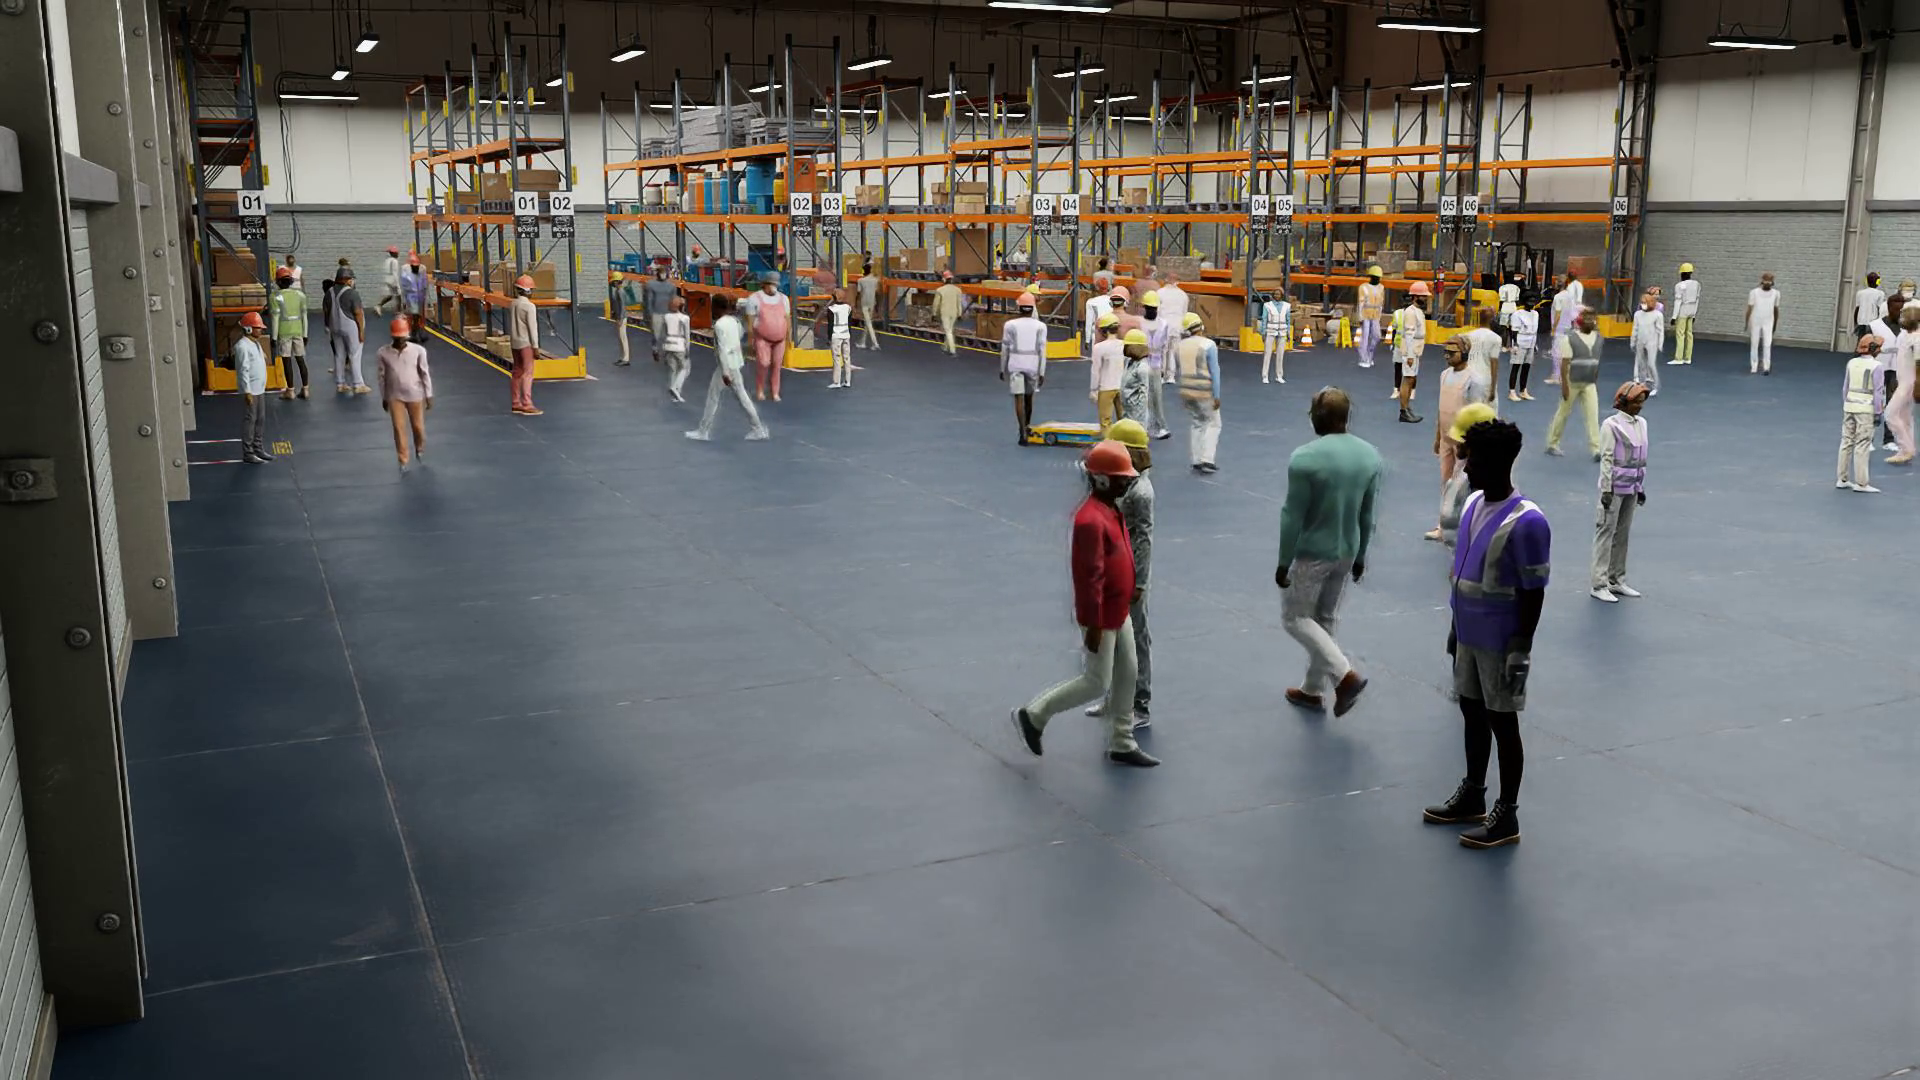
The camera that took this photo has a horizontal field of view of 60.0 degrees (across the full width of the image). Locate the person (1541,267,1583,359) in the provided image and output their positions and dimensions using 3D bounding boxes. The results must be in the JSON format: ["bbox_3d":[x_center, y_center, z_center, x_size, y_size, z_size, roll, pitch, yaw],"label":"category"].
[{"bbox_3d":[11.963,-4.419,32.533,1.008,1.831,0.598,11,15,43],"label":"person"}]

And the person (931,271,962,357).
[{"bbox_3d":[-0.271,-4.571,33.606,0.581,1.701,0.896,-7,13,-30],"label":"person"}]

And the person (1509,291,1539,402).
[{"bbox_3d":[8.649,-2.964,25.482,0.533,1.692,0.319,-6,13,-30],"label":"person"}]

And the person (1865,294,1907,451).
[{"bbox_3d":[11.236,-2.028,20.179,0.595,1.910,0.384,0,11,2],"label":"person"}]

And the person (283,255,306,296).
[{"bbox_3d":[-17.230,-6.460,42.987,0.583,1.791,0.961,-11,15,-43],"label":"person"}]

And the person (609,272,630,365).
[{"bbox_3d":[-6.467,-4.193,31.544,0.321,1.766,0.535,-3,12,-16],"label":"person"}]

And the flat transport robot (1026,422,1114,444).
[{"bbox_3d":[1.544,-1.325,20.778,1.431,0.197,0.652,5,12,23],"label":"flat transport robot"}]

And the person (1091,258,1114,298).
[{"bbox_3d":[3.251,-5.528,38.119,0.576,1.847,0.670,-5,12,-22],"label":"person"}]

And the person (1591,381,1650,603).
[{"bbox_3d":[4.931,-0.365,12.410,0.511,1.640,0.309,-8,14,-37],"label":"person"}]

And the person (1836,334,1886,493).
[{"bbox_3d":[9.346,-1.315,17.241,0.314,1.639,0.515,-2,11,-10],"label":"person"}]

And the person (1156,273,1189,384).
[{"bbox_3d":[3.488,-3.564,28.103,0.789,1.863,0.477,-4,12,-20],"label":"person"}]

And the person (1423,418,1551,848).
[{"bbox_3d":[2.414,0.419,7.592,0.361,1.962,0.613,-3,11,-13],"label":"person"}]

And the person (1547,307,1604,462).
[{"bbox_3d":[7.253,-1.822,19.429,0.594,1.786,0.996,-4,12,-17],"label":"person"}]

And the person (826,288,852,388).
[{"bbox_3d":[-1.987,-3.316,27.407,0.308,1.641,0.514,10,15,41],"label":"person"}]

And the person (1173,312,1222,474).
[{"bbox_3d":[2.647,-1.607,18.359,0.439,1.782,0.621,-9,14,-38],"label":"person"}]

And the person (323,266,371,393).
[{"bbox_3d":[-9.831,-3.390,26.761,0.688,2.000,0.536,4,12,21],"label":"person"}]

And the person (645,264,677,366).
[{"bbox_3d":[-5.661,-4.277,31.568,0.631,1.921,0.567,-5,12,-23],"label":"person"}]

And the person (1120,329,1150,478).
[{"bbox_3d":[1.710,-1.209,16.433,0.289,1.746,0.487,-3,11,-14],"label":"person"}]

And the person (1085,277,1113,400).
[{"bbox_3d":[2.214,-3.114,25.746,0.574,1.887,0.355,-2,11,-9],"label":"person"}]

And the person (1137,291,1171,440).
[{"bbox_3d":[2.409,-2.198,21.114,0.608,1.877,0.990,-3,11,-14],"label":"person"}]

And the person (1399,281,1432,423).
[{"bbox_3d":[6.282,-2.594,22.977,0.375,1.939,0.546,6,12,26],"label":"person"}]

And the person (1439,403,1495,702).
[{"bbox_3d":[3.054,0.055,9.927,0.406,1.791,0.728,2,11,10],"label":"person"}]

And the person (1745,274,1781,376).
[{"bbox_3d":[14.298,-3.838,29.661,0.537,1.793,0.967,5,12,23],"label":"person"}]

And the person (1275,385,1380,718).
[{"bbox_3d":[2.085,0.083,9.400,0.638,1.914,0.696,-7,13,-30],"label":"person"}]

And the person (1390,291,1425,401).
[{"bbox_3d":[6.896,-2.997,25.659,0.536,1.693,0.320,8,14,37],"label":"person"}]

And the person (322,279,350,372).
[{"bbox_3d":[-11.377,-3.891,30.223,0.324,1.689,0.546,2,11,11],"label":"person"}]

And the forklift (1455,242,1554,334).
[{"bbox_3d":[13.047,-6.049,39.881,2.313,2.155,1.214,-5,12,-23],"label":"forklift"}]

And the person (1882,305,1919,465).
[{"bbox_3d":[10.789,-1.759,19.006,0.415,1.828,0.499,5,12,24],"label":"person"}]

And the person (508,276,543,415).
[{"bbox_3d":[-6.228,-2.789,23.863,0.423,1.985,0.616,-10,15,-42],"label":"person"}]

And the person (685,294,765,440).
[{"bbox_3d":[-2.961,-2.185,21.100,1.020,1.868,0.608,3,12,15],"label":"person"}]

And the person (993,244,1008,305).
[{"bbox_3d":[1.214,-8.145,51.237,0.597,1.916,0.370,6,13,27],"label":"person"}]

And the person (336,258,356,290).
[{"bbox_3d":[-14.387,-5.700,39.046,0.534,1.824,0.763,-9,14,-38],"label":"person"}]

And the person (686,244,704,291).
[{"bbox_3d":[-7.379,-7.189,46.181,0.650,2.005,0.522,-10,15,-40],"label":"person"}]

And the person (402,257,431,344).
[{"bbox_3d":[-12.001,-5.291,36.795,0.554,1.887,0.995,-10,15,-41],"label":"person"}]
